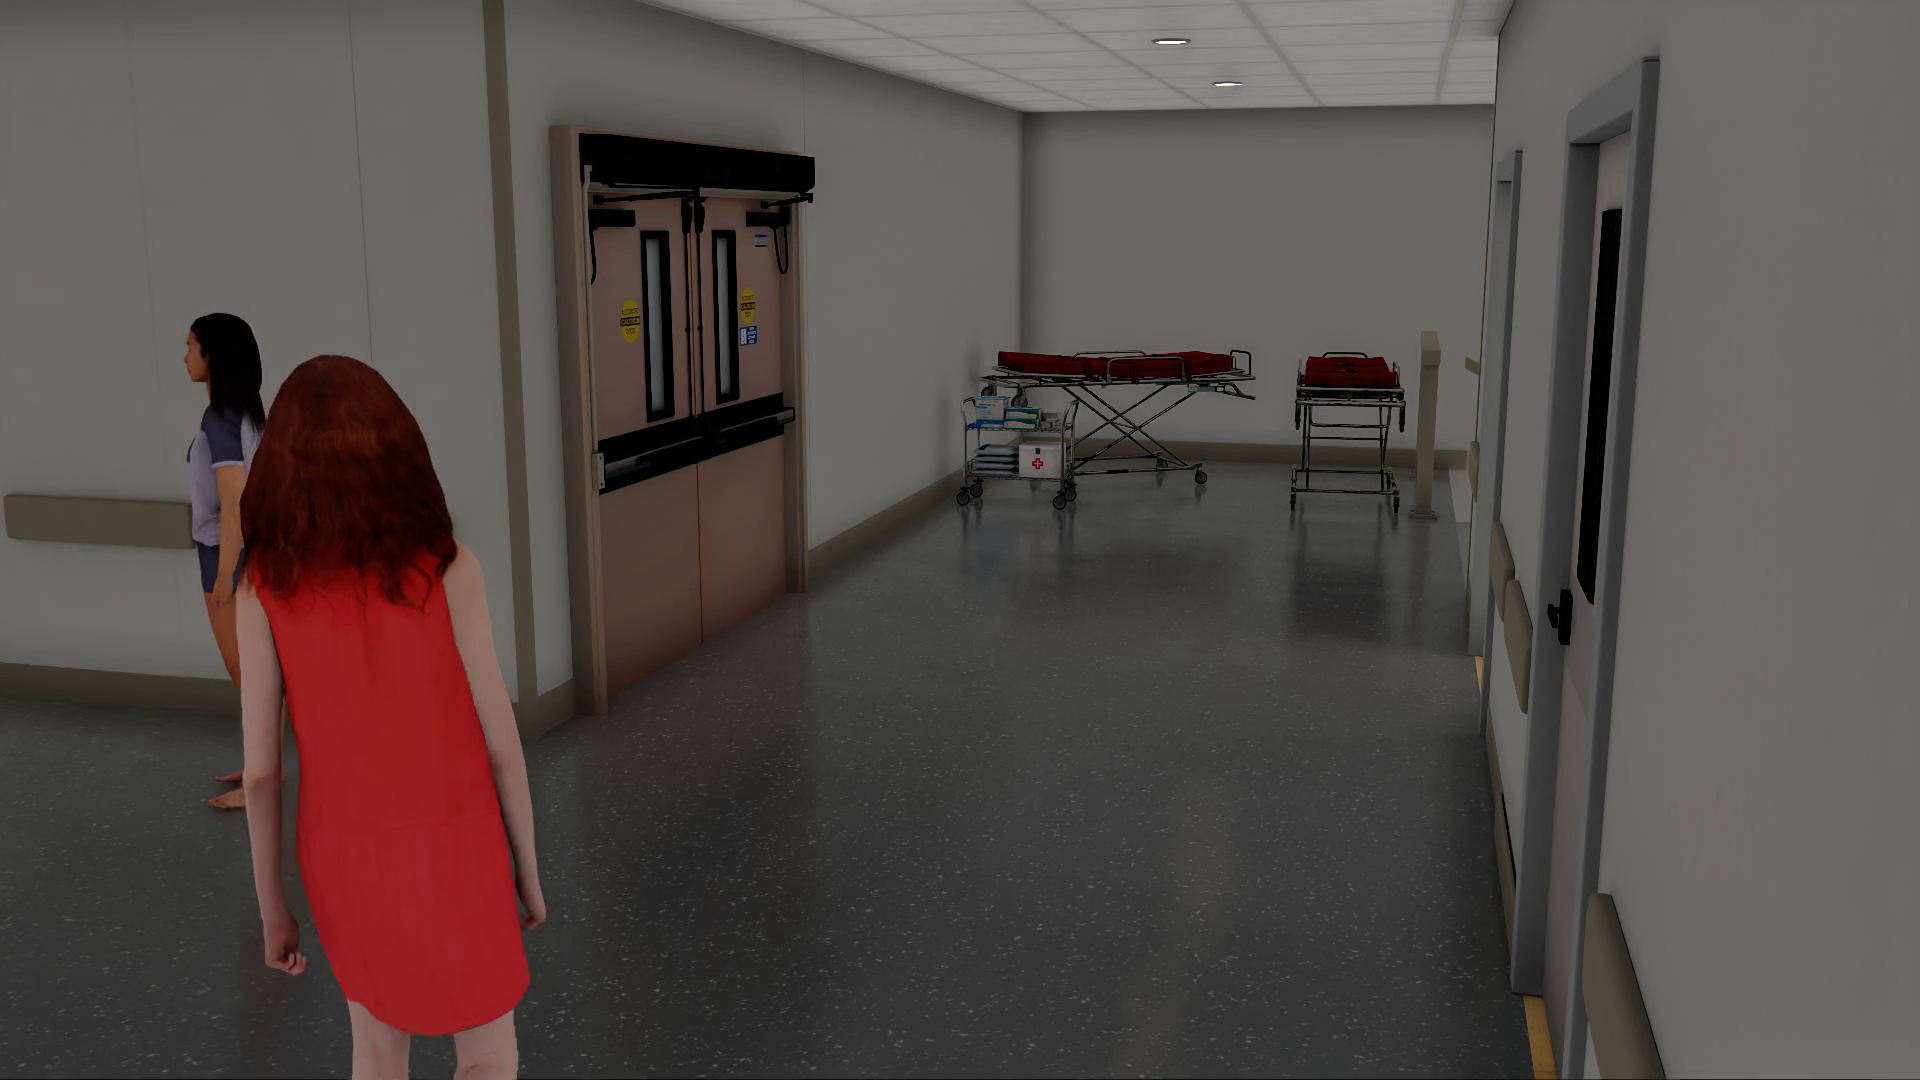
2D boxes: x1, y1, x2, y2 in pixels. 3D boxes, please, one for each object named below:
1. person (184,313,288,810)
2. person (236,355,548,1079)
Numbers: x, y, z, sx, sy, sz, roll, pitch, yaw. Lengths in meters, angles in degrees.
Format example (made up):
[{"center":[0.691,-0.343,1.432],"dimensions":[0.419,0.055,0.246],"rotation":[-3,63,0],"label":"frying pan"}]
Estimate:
[{"center":[-2.544,0.068,5.862],"dimensions":[0.720,1.734,0.609],"rotation":[-3,11,-15],"label":"person"},{"center":[-0.936,0.619,2.771],"dimensions":[0.766,1.804,1.107],"rotation":[0,11,0],"label":"person"}]
